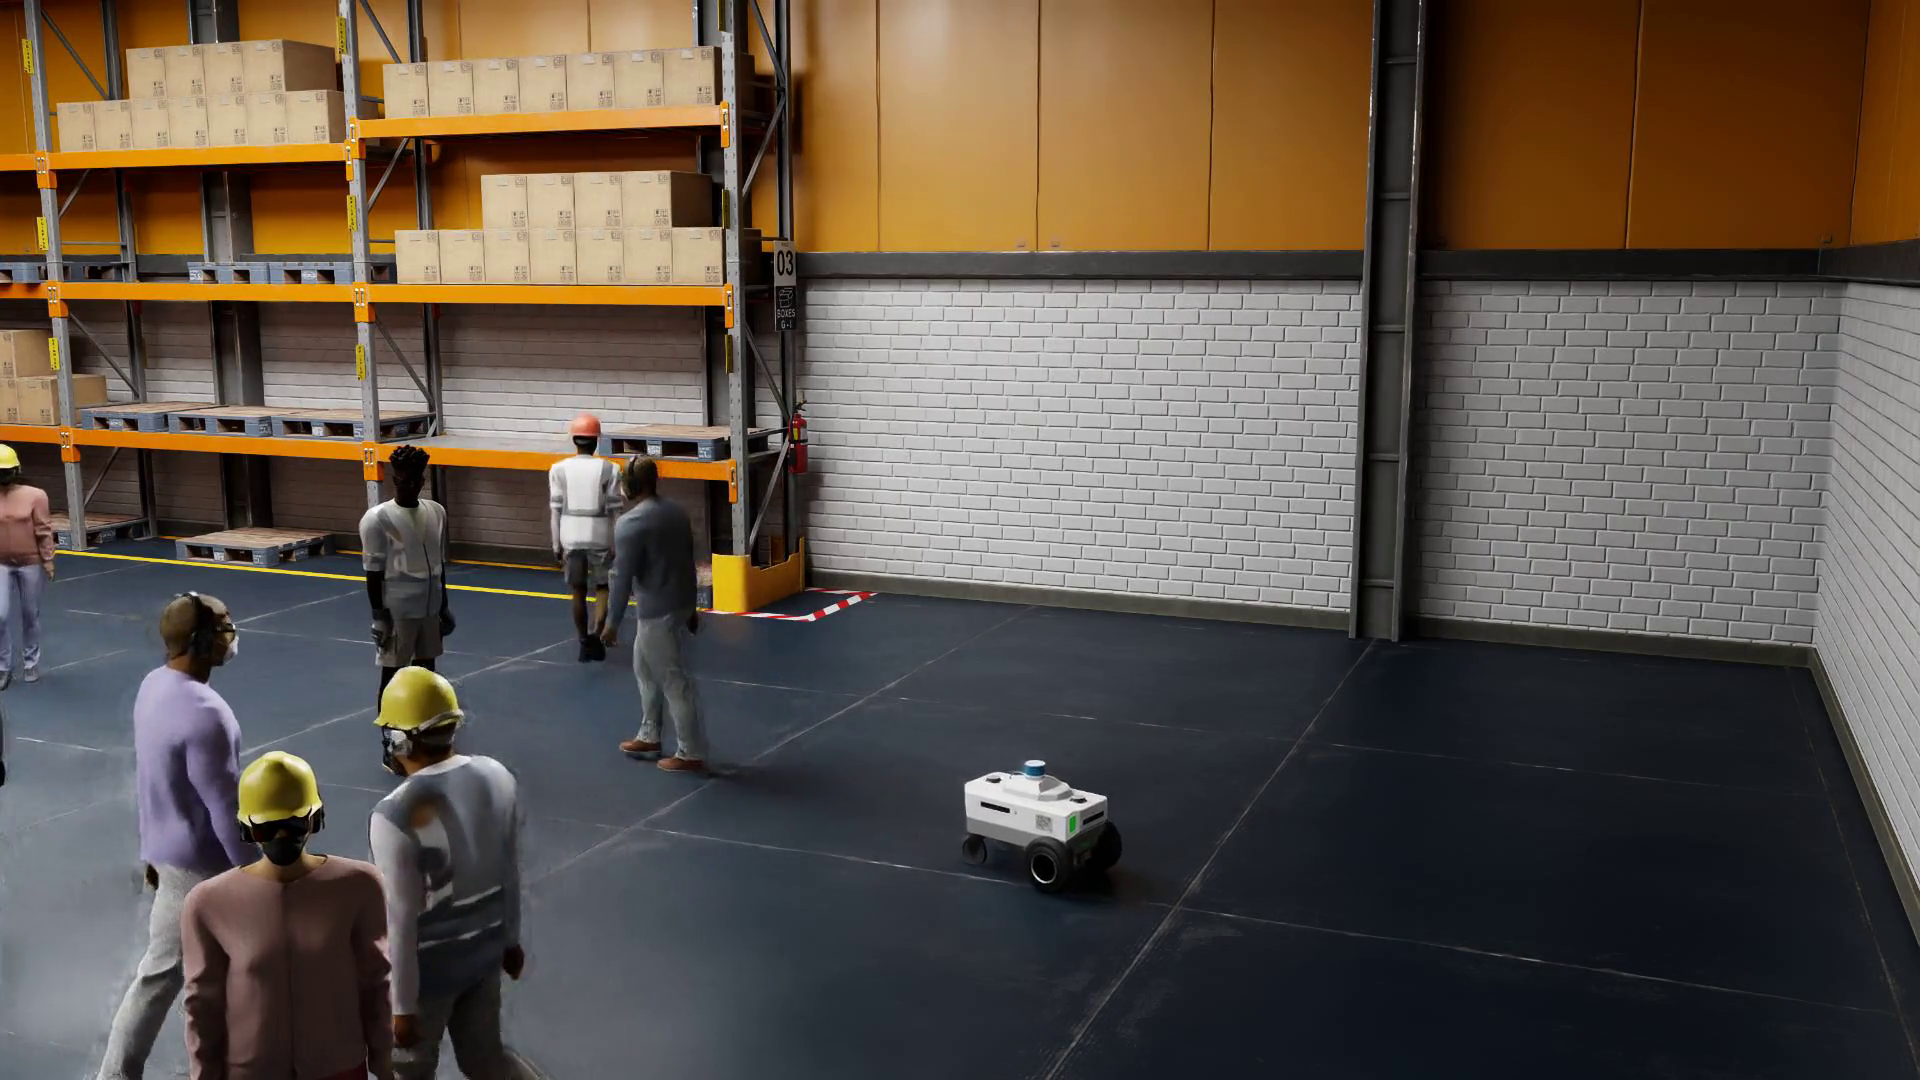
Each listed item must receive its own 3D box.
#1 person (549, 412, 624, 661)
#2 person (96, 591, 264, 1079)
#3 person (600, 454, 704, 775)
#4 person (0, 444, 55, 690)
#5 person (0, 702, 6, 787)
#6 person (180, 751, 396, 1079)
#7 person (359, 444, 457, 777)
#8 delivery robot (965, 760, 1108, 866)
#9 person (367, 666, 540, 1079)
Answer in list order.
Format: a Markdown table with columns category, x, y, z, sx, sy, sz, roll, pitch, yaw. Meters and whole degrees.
| category | x | y | z | sx | sy | sz | roll | pitch | yaw |
| --- | --- | --- | --- | --- | --- | --- | --- | --- | --- |
| person | -2.809 | 0.007 | 12.507 | 0.547 | 1.919 | 0.637 | -1 | 9 | -4 |
| person | -2.661 | 1.112 | 5.883 | 1.013 | 1.886 | 0.650 | -7 | 12 | -37 |
| person | -1.859 | 0.444 | 9.879 | 0.811 | 1.899 | 0.637 | 3 | 10 | 16 |
| person | -6.752 | 0.193 | 11.874 | 0.526 | 1.749 | 0.594 | -5 | 11 | -28 |
| person | -4.432 | 0.955 | 7.056 | 0.645 | 1.812 | 0.584 | -1 | 9 | -6 |
| person | -1.756 | 1.414 | 4.407 | 0.522 | 1.769 | 0.312 | -5 | 11 | -28 |
| person | -3.276 | 0.403 | 9.928 | 0.372 | 1.963 | 0.608 | 5 | 11 | 30 |
| delivery robot | 0.370 | 1.337 | 8.249 | 0.707 | 0.478 | 0.477 | 7 | 12 | 38 |
| person | -1.517 | 1.281 | 5.124 | 0.751 | 1.803 | 0.604 | 4 | 10 | 25 |
